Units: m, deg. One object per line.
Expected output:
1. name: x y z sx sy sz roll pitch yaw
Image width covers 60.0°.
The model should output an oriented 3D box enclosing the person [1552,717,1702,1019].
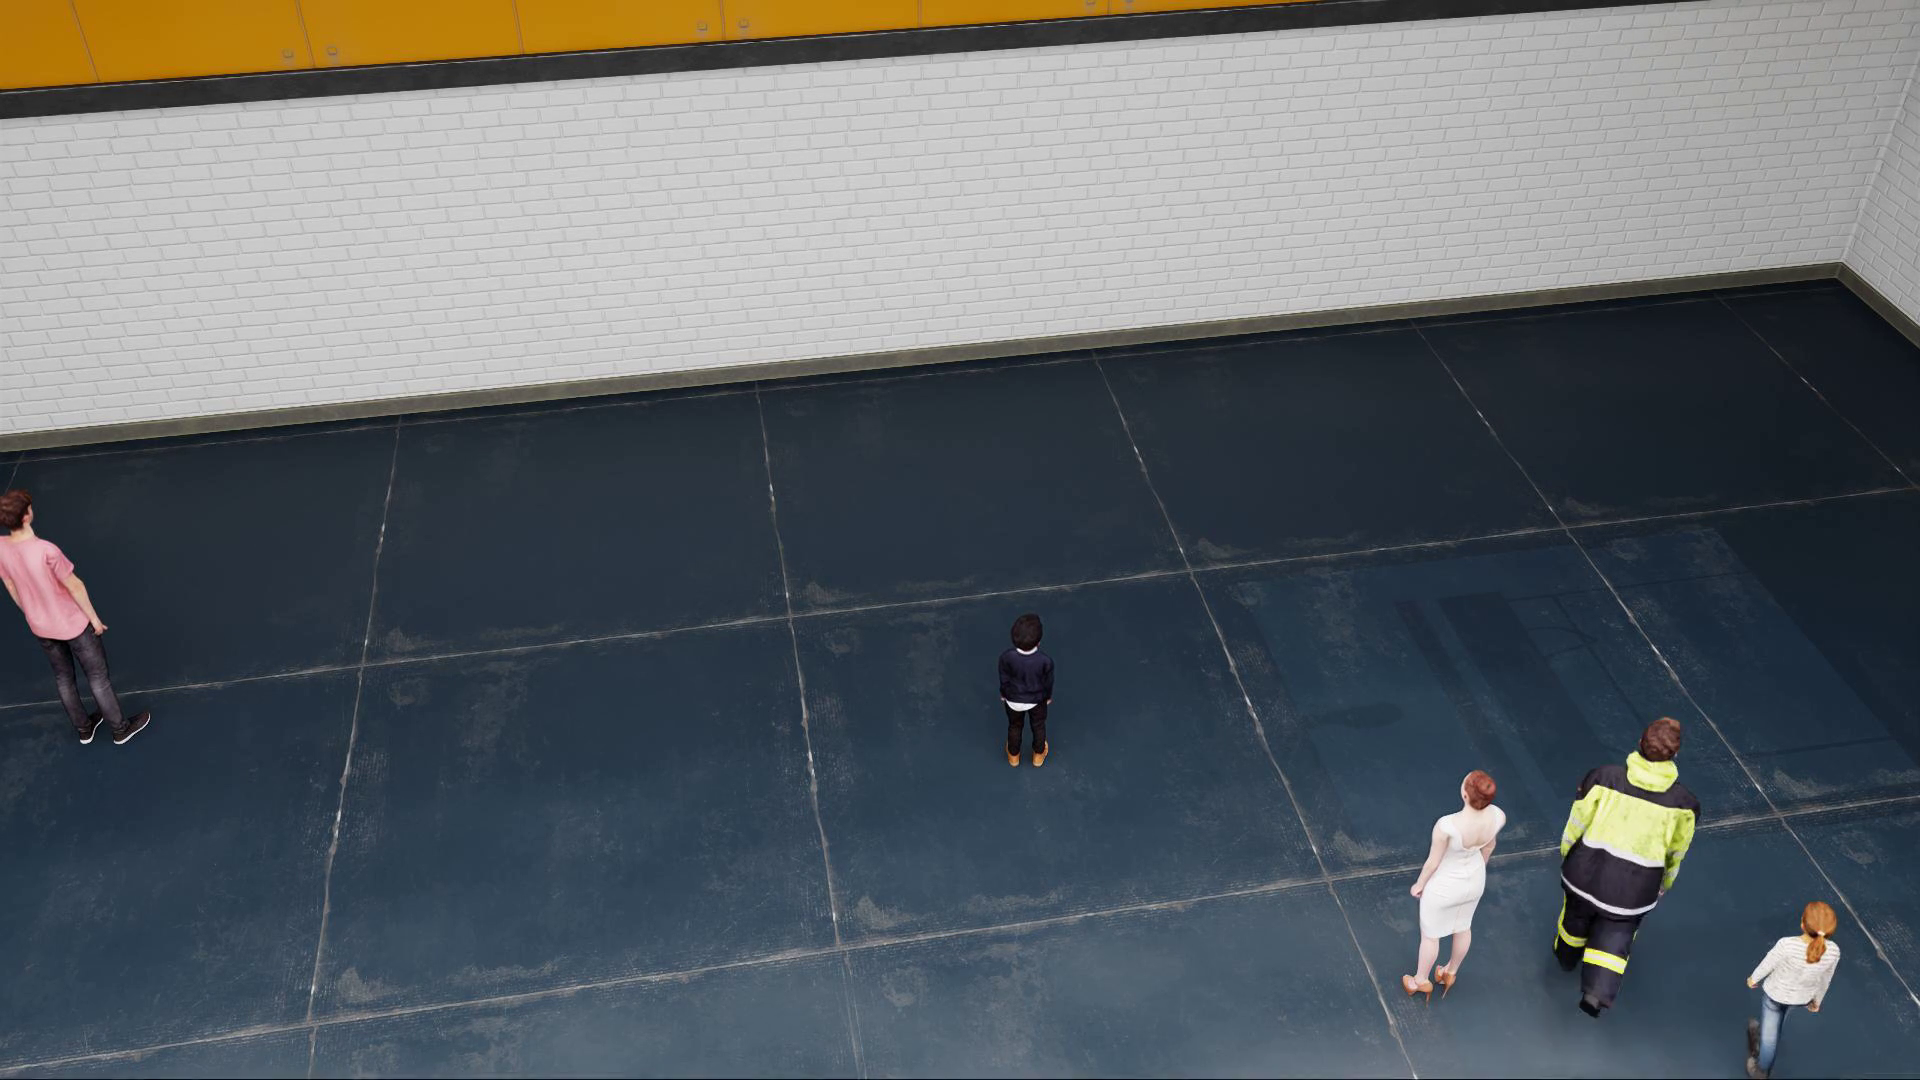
1. person: 3.511 1.794 8.925 1.070 1.954 1.185 14 41 17

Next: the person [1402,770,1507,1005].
1. person: 2.660 1.869 8.961 0.588 1.791 0.500 -10 40 -12

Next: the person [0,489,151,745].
1. person: -5.707 0.514 10.525 0.689 1.957 0.635 4 39 4

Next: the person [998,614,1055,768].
1. person: 0.422 0.961 10.551 0.558 1.227 0.573 4 39 5

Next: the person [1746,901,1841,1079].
1. person: 4.331 2.421 8.662 0.607 1.303 0.750 5 39 7
